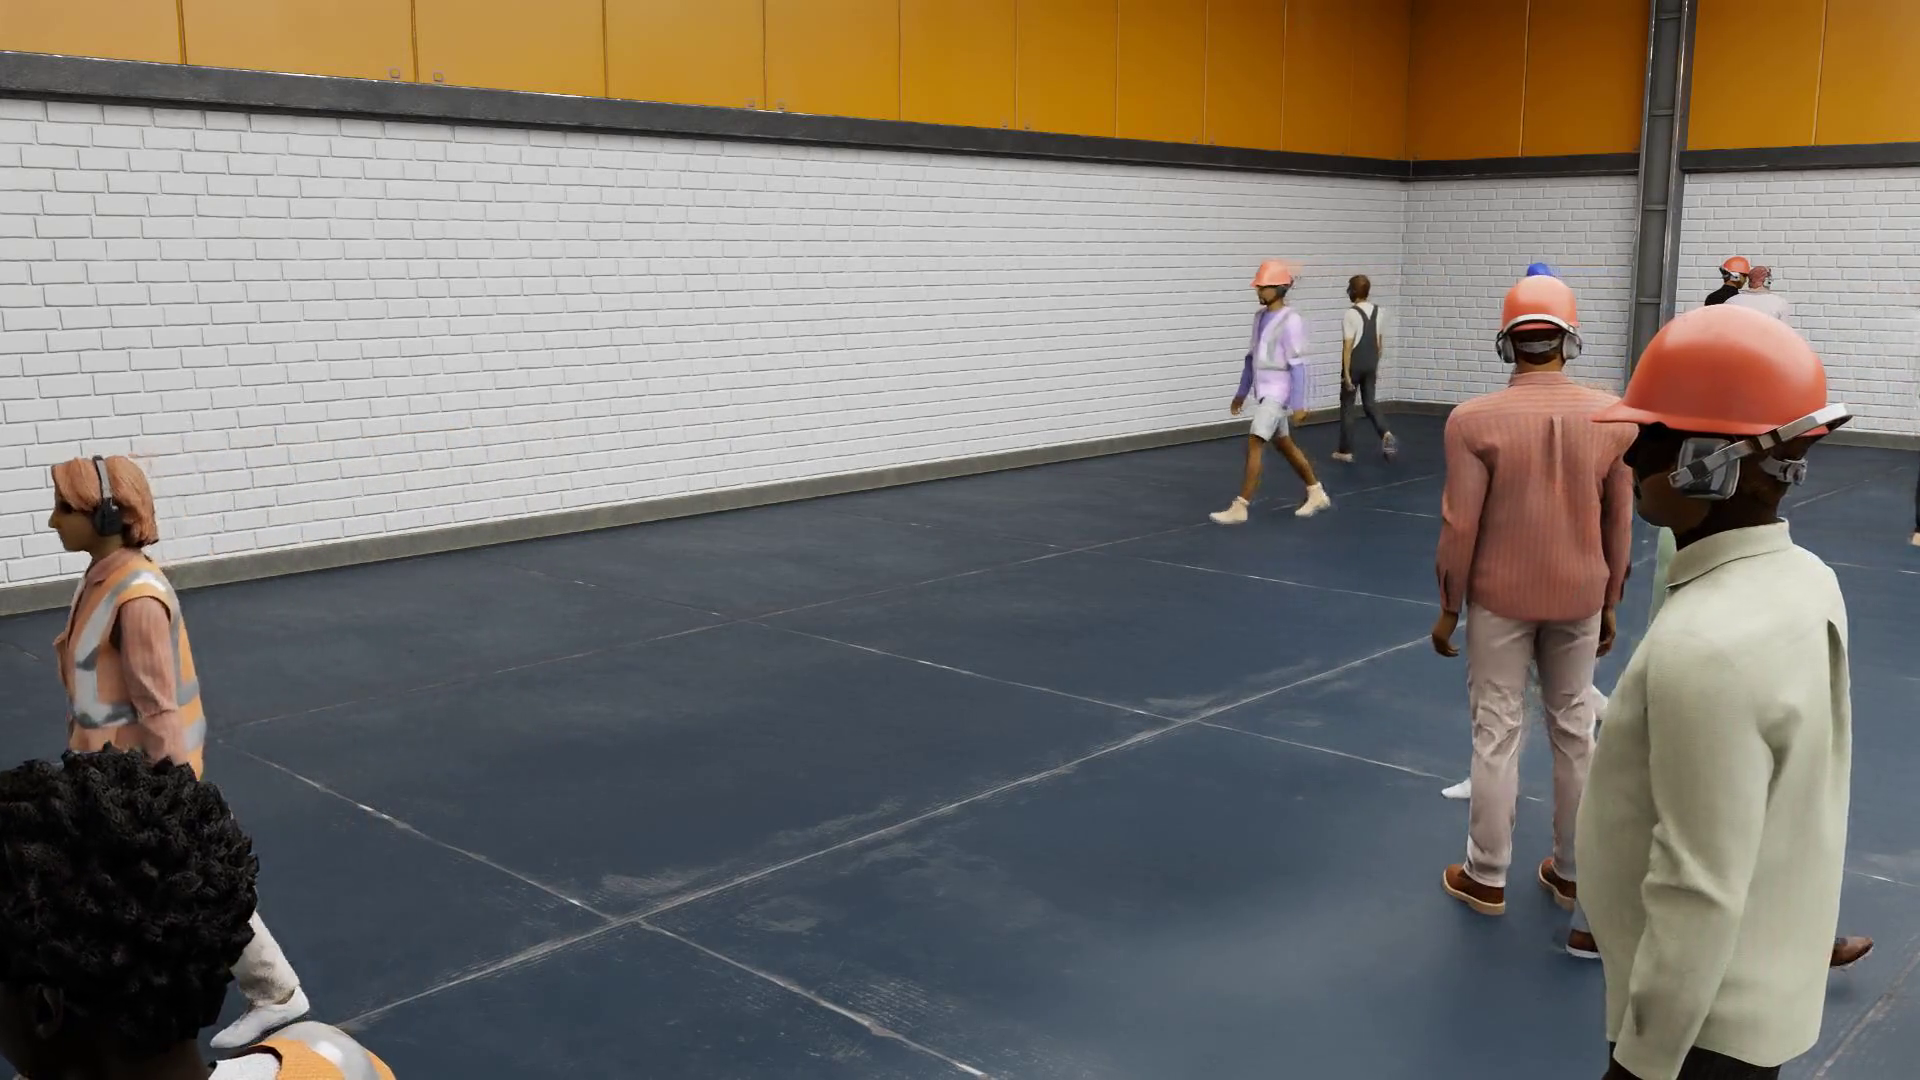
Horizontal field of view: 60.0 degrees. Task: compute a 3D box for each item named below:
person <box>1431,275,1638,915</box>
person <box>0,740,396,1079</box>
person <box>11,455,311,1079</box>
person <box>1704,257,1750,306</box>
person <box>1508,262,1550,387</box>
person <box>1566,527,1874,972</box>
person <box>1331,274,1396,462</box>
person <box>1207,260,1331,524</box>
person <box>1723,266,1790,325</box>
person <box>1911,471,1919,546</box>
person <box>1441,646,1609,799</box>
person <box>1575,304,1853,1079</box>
[{"bbox_3d":[1.770,0.182,5.186,0.612,1.991,0.391,-1,10,-3],"label":"person"},{"bbox_3d":[-0.640,0.997,1.410,0.321,1.690,0.529,3,10,16],"label":"person"},{"bbox_3d":[-2.033,0.579,4.064,0.841,1.593,0.530,-6,12,-31],"label":"person"},{"bbox_3d":[7.786,-1.870,16.884,0.391,1.986,0.609,-2,10,-11],"label":"person"},{"bbox_3d":[5.788,-1.835,16.858,0.621,1.924,0.717,-2,10,-12],"label":"person"},{"bbox_3d":[2.182,0.461,4.724,0.868,1.582,0.498,1,10,3],"label":"person"},{"bbox_3d":[3.894,-1.631,15.972,0.505,1.828,0.731,-4,11,-21],"label":"person"},{"bbox_3d":[2.414,-1.118,12.607,1.053,1.999,0.610,-2,10,-12],"label":"person"},{"bbox_3d":[7.835,-1.747,16.429,0.651,1.900,0.403,7,12,36],"label":"person"},{"bbox_3d":[6.910,-0.922,11.331,0.697,2.000,0.659,-4,11,-24],"label":"person"},{"bbox_3d":[2.237,0.205,6.143,0.703,1.616,0.534,-2,10,-11],"label":"person"},{"bbox_3d":[1.074,0.659,2.455,0.379,1.996,0.609,7,12,35],"label":"person"}]
